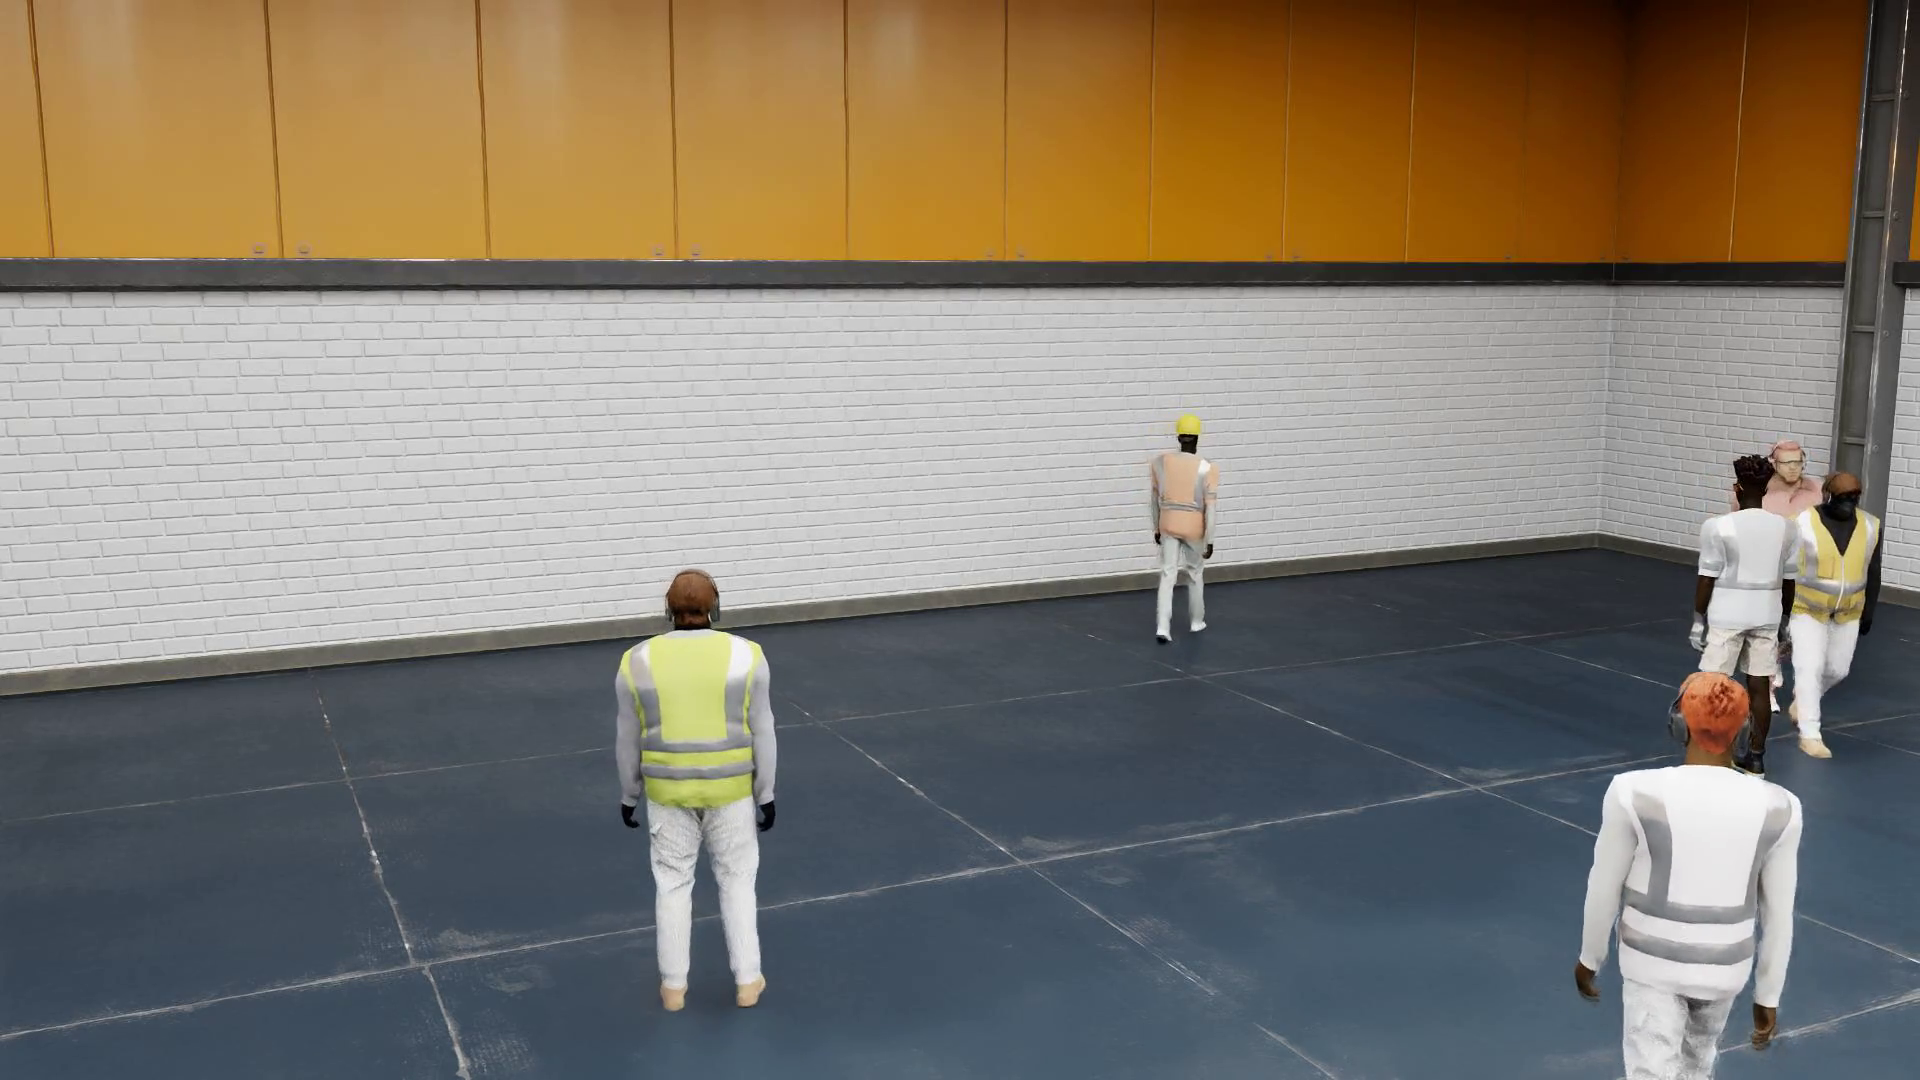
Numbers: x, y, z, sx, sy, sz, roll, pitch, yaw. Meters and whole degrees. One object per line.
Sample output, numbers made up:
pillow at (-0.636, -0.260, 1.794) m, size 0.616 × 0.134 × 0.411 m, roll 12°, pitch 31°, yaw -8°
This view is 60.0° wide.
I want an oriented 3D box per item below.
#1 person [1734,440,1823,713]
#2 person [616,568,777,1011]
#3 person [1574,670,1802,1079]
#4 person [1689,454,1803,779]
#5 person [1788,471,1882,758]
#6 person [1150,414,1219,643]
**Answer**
person at (5.718, 0.227, 11.629) m, size 0.650 × 1.886 × 0.645 m, roll 1°, pitch 9°, yaw 5°
person at (-1.069, 1.026, 6.827) m, size 0.642 × 1.841 × 0.429 m, roll -1°, pitch 9°, yaw -5°
person at (2.206, 1.312, 5.021) m, size 0.575 × 1.857 × 0.903 m, roll 1°, pitch 9°, yaw 3°
person at (4.667, 0.468, 9.916) m, size 0.604 × 1.961 × 0.374 m, roll 0°, pitch 9°, yaw -3°
person at (5.480, 0.431, 10.609) m, size 0.648 × 1.816 × 0.715 m, roll 1°, pitch 9°, yaw 4°
person at (1.833, -0.105, 13.741) m, size 0.603 × 1.904 × 0.860 m, roll 4°, pitch 10°, yaw 21°
